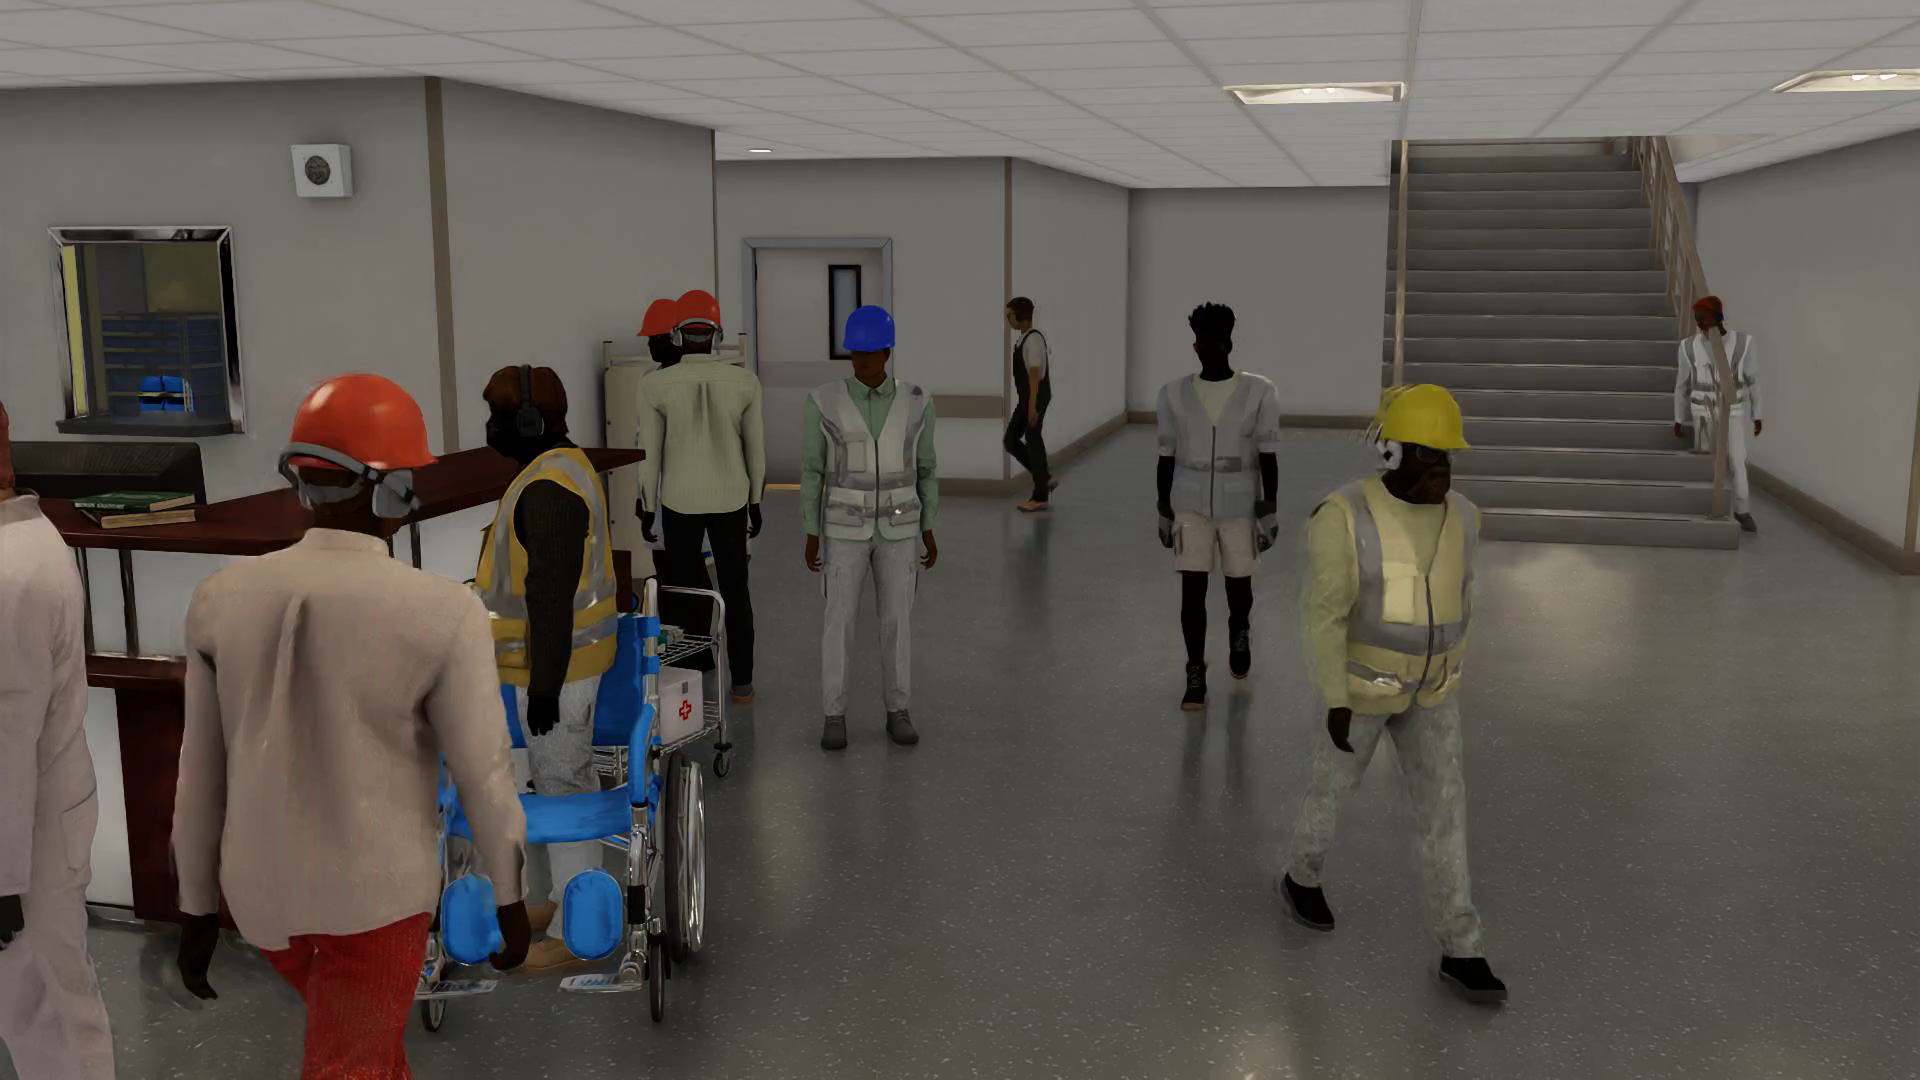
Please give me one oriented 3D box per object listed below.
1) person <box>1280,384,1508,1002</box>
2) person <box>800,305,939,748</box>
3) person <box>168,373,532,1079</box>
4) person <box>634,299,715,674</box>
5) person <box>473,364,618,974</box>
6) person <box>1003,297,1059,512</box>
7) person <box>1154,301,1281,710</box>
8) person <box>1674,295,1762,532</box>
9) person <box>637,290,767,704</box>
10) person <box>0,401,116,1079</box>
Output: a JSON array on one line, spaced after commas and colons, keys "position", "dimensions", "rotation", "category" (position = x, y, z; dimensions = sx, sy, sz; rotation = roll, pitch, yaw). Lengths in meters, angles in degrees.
[{"position": [1.295, 0.415, 5.046], "dimensions": [0.601, 1.788, 0.941], "rotation": [-3, 10, -16], "category": "person"}, {"position": [-0.391, -0.052, 7.295], "dimensions": [0.616, 1.943, 0.398], "rotation": [-2, 10, -12], "category": "person"}, {"position": [-1.155, 0.660, 3.155], "dimensions": [0.630, 1.933, 1.045], "rotation": [3, 10, 15], "category": "person"}, {"position": [-1.476, -0.262, 8.556], "dimensions": [0.542, 1.938, 0.358], "rotation": [6, 12, 33], "category": "person"}, {"position": [-1.261, 0.382, 5.089], "dimensions": [0.429, 1.835, 0.630], "rotation": [-2, 10, -13], "category": "person"}, {"position": [0.579, -1.149, 14.127], "dimensions": [0.419, 1.817, 0.618], "rotation": [-2, 10, -9], "category": "person"}, {"position": [1.246, -0.180, 8.054], "dimensions": [0.620, 1.945, 0.672], "rotation": [3, 10, 15], "category": "person"}, {"position": [5.957, -0.989, 13.077], "dimensions": [0.626, 1.861, 0.471], "rotation": [7, 12, 37], "category": "person"}, {"position": [-1.227, -0.184, 7.929], "dimensions": [0.609, 1.995, 0.378], "rotation": [-3, 10, -19], "category": "person"}, {"position": [-2.033, 0.615, 3.512], "dimensions": [0.399, 1.900, 0.644], "rotation": [-5, 11, -28], "category": "person"}]
